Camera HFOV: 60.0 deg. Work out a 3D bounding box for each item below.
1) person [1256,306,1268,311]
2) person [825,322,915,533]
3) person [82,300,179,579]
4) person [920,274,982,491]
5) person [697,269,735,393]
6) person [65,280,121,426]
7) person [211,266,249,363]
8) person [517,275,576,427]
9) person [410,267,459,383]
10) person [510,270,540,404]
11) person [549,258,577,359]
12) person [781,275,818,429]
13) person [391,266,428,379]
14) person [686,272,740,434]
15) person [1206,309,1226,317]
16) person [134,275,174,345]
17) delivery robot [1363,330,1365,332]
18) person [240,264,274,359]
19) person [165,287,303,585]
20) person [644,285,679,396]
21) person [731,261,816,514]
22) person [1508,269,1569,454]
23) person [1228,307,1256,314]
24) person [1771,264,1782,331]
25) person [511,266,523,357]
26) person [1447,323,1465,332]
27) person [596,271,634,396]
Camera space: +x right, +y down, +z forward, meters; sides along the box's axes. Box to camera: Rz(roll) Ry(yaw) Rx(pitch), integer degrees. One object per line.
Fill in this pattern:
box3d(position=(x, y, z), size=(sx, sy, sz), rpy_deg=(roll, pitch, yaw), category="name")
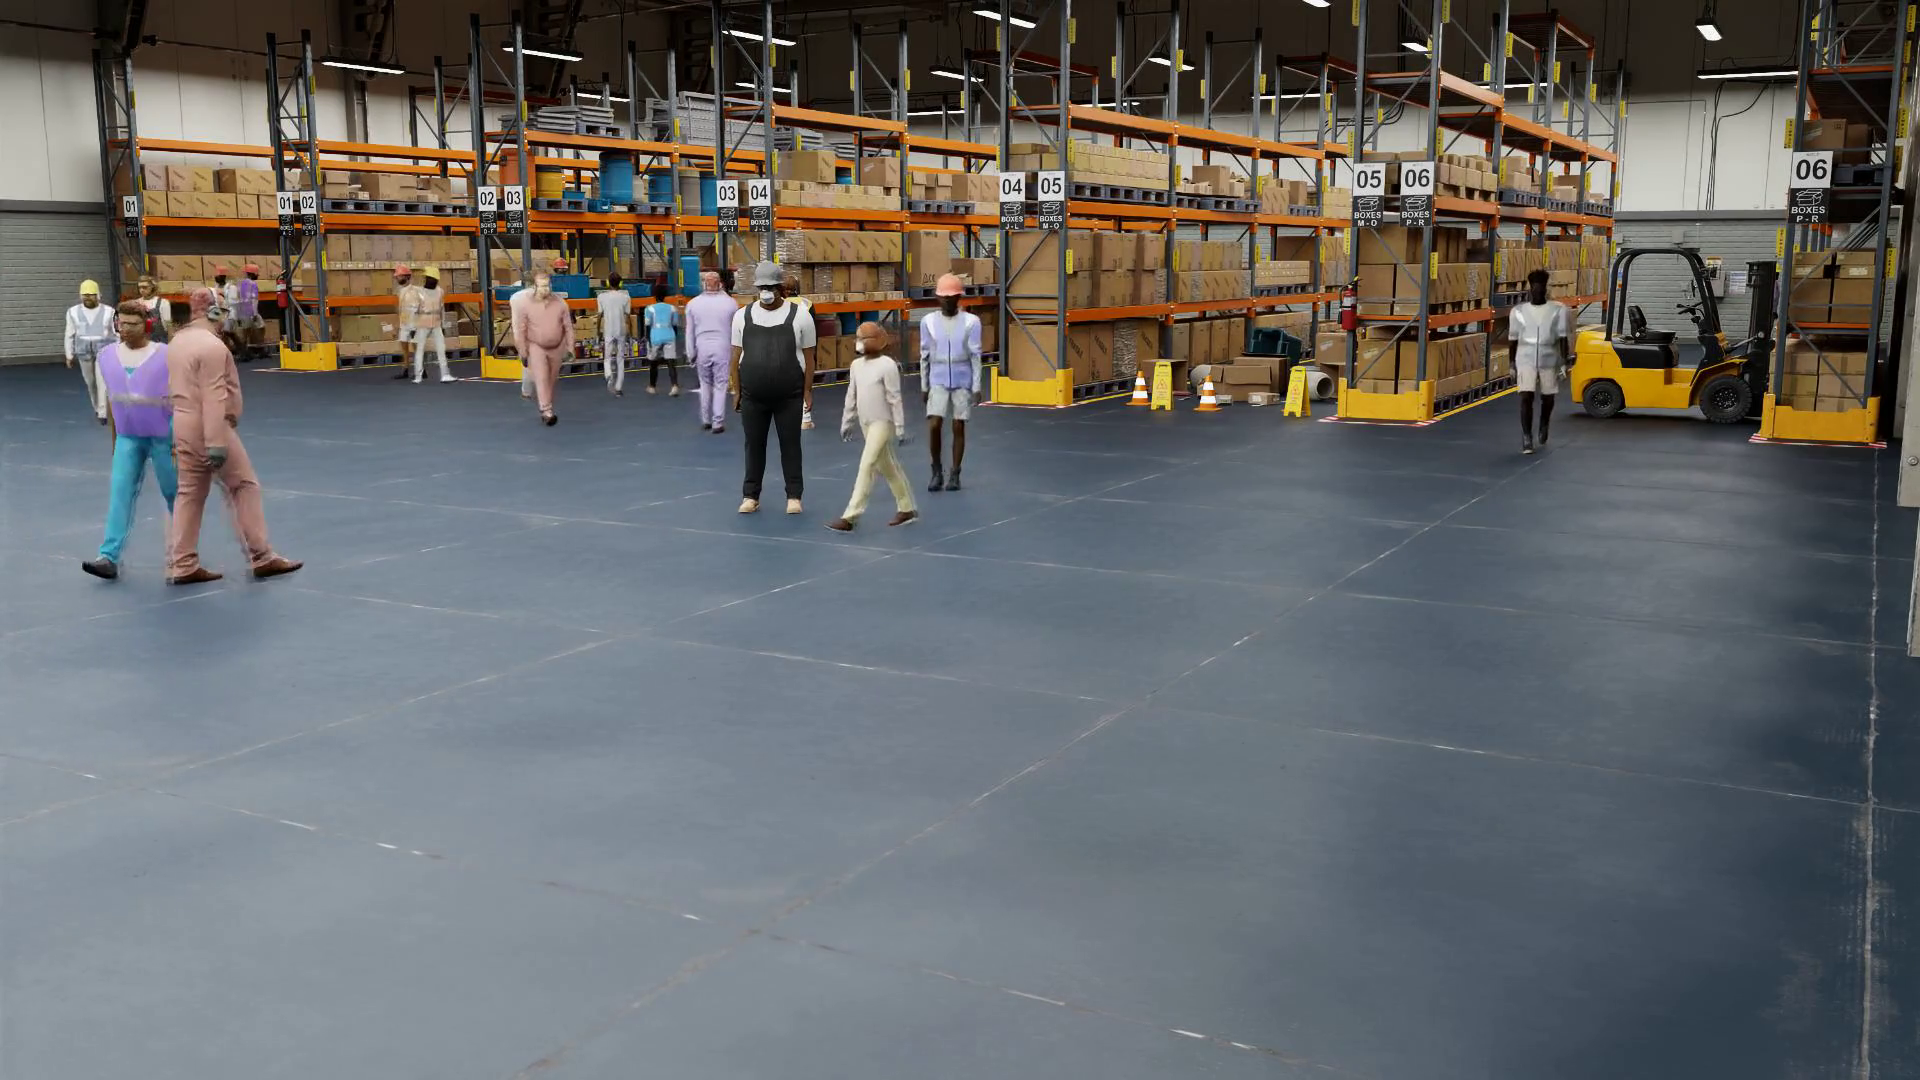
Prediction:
box3d(position=(6.924, -5.451, 38.792), size=(0.557, 1.826, 0.806), rpy_deg=(9, 13, 41), category="person")
box3d(position=(-0.668, -0.855, 12.574), size=(0.876, 1.579, 0.513), rpy_deg=(-8, 12, -38), category="person")
box3d(position=(-5.332, -0.654, 10.822), size=(0.594, 1.780, 0.970), rpy_deg=(1, 10, 3), category="person")
box3d(position=(-0.081, -1.368, 14.601), size=(0.555, 1.914, 0.595), rpy_deg=(1, 10, 4), category="person")
box3d(position=(-3.509, -3.126, 25.028), size=(1.040, 1.868, 0.619), rpy_deg=(0, 10, -3), category="person")
box3d(position=(-10.740, -2.332, 20.646), size=(0.600, 1.798, 0.923), rpy_deg=(-3, 10, -17), category="person")
box3d(position=(-14.090, -4.310, 31.960), size=(0.564, 1.887, 1.004), rpy_deg=(5, 11, 26), category="person")
box3d(position=(-5.056, -2.320, 20.410), size=(0.639, 1.842, 1.041), rpy_deg=(-6, 11, -31), category="person")
box3d(position=(-8.621, -3.476, 27.061), size=(0.785, 1.877, 0.678), rpy_deg=(9, 13, 42), category="person")
box3d(position=(-5.994, -2.858, 23.466), size=(0.639, 1.885, 1.059), rpy_deg=(-5, 11, -29), category="person")
box3d(position=(-7.358, -4.190, 30.763), size=(0.393, 2.041, 0.613), rpy_deg=(8, 13, 41), category="person")
box3d(position=(-2.004, -2.241, 19.943), size=(0.630, 1.843, 0.429), rpy_deg=(1, 10, 5), category="person")
box3d(position=(-9.300, -3.639, 28.017), size=(0.498, 1.903, 0.557), rpy_deg=(-8, 13, -40), category="person")
box3d(position=(-2.876, -2.219, 19.710), size=(0.661, 1.874, 0.865), rpy_deg=(1, 10, 4), category="person")
box3d(position=(5.649, -5.128, 36.911), size=(0.631, 1.823, 0.694), rpy_deg=(8, 12, 39), category="person")
box3d(position=(-10.473, -2.513, 21.576), size=(0.532, 1.828, 0.420), rpy_deg=(-1, 10, -5), category="person")
box3d(position=(8.931, -4.683, 37.727), size=(0.707, 0.478, 0.477), rpy_deg=(0, 10, 2), category="delivery robot")
box3d(position=(-14.188, -4.582, 33.447), size=(0.557, 1.904, 0.738), rpy_deg=(6, 11, 31), category="person")
box3d(position=(-4.675, -0.663, 10.618), size=(0.668, 1.867, 0.867), rpy_deg=(9, 13, 42), category="person")
box3d(position=(-4.420, -2.955, 24.687), size=(0.540, 1.659, 0.835), rpy_deg=(-4, 11, -25), category="person")
box3d(position=(-1.512, -1.216, 13.361), size=(0.686, 2.000, 0.535), rpy_deg=(1, 10, 3), category="person")
box3d(position=(6.129, -1.898, 17.642), size=(0.632, 1.947, 0.738), rpy_deg=(3, 10, 19), category="person")
box3d(position=(6.333, -5.234, 37.534), size=(0.645, 1.821, 0.656), rpy_deg=(6, 11, 32), category="person")
box3d(position=(16.805, -4.770, 34.497), size=(0.588, 1.927, 0.371), rpy_deg=(-8, 13, -40), category="person")
box3d(position=(-8.414, -4.364, 32.246), size=(0.584, 1.882, 0.345), rpy_deg=(5, 11, 27), category="person")
box3d(position=(10.848, -5.076, 36.267), size=(0.617, 1.949, 1.047), rpy_deg=(5, 11, 28), category="person")
box3d(position=(-5.084, -3.029, 24.515), size=(0.545, 1.853, 0.538), rpy_deg=(-1, 10, -8), category="person")
